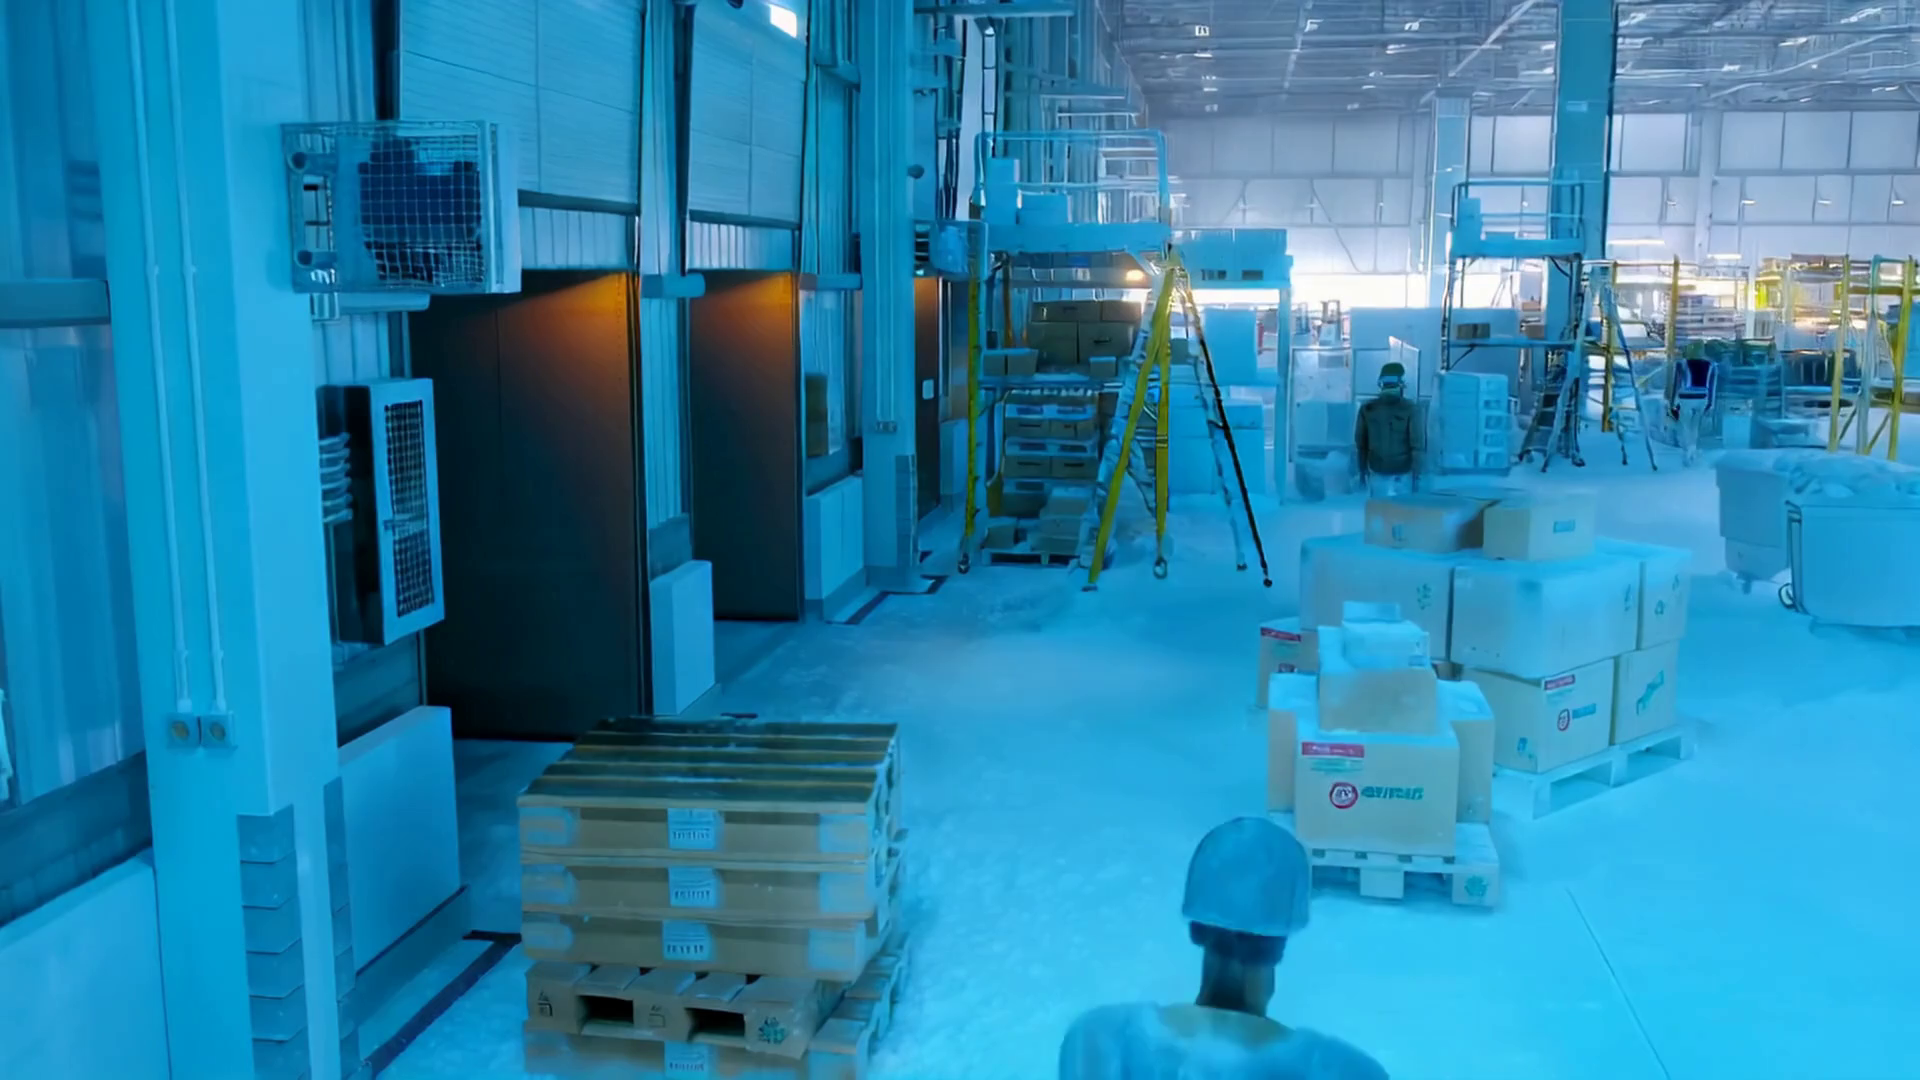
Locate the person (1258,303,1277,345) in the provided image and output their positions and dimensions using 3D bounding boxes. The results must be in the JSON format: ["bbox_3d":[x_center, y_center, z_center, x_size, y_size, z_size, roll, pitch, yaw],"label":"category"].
[{"bbox_3d":[9.039,-6.015,48.924,0.544,1.892,1.010,7,11,35],"label":"person"}]

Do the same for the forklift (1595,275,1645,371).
[{"bbox_3d":[18.081,-6.116,46.484,1.873,2.768,1.129,-3,10,-19],"label":"forklift"}]

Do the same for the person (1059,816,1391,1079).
[{"bbox_3d":[0.467,1.422,2.973,0.605,1.908,0.424,3,10,18],"label":"person"}]

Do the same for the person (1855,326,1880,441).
[{"bbox_3d":[15.056,-2.596,27.692,0.373,1.935,0.628,9,13,44],"label":"person"}]

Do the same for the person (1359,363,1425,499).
[{"bbox_3d":[4.040,-0.661,15.590,0.608,1.987,0.388,1,9,7],"label":"person"}]

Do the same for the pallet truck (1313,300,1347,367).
[{"bbox_3d":[11.159,-6.200,49.718,0.823,1.965,1.885,4,10,26],"label":"pallet truck"}]

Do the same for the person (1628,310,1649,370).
[{"bbox_3d":[17.714,-5.160,43.629,0.641,1.913,0.832,-1,9,-6],"label":"person"}]

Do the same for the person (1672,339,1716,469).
[{"bbox_3d":[10.486,-1.924,23.732,0.593,1.868,0.643,0,9,1],"label":"person"}]

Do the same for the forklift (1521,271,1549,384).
[{"bbox_3d":[14.631,-5.146,40.504,1.129,2.768,1.873,-1,9,-8],"label":"forklift"}]
